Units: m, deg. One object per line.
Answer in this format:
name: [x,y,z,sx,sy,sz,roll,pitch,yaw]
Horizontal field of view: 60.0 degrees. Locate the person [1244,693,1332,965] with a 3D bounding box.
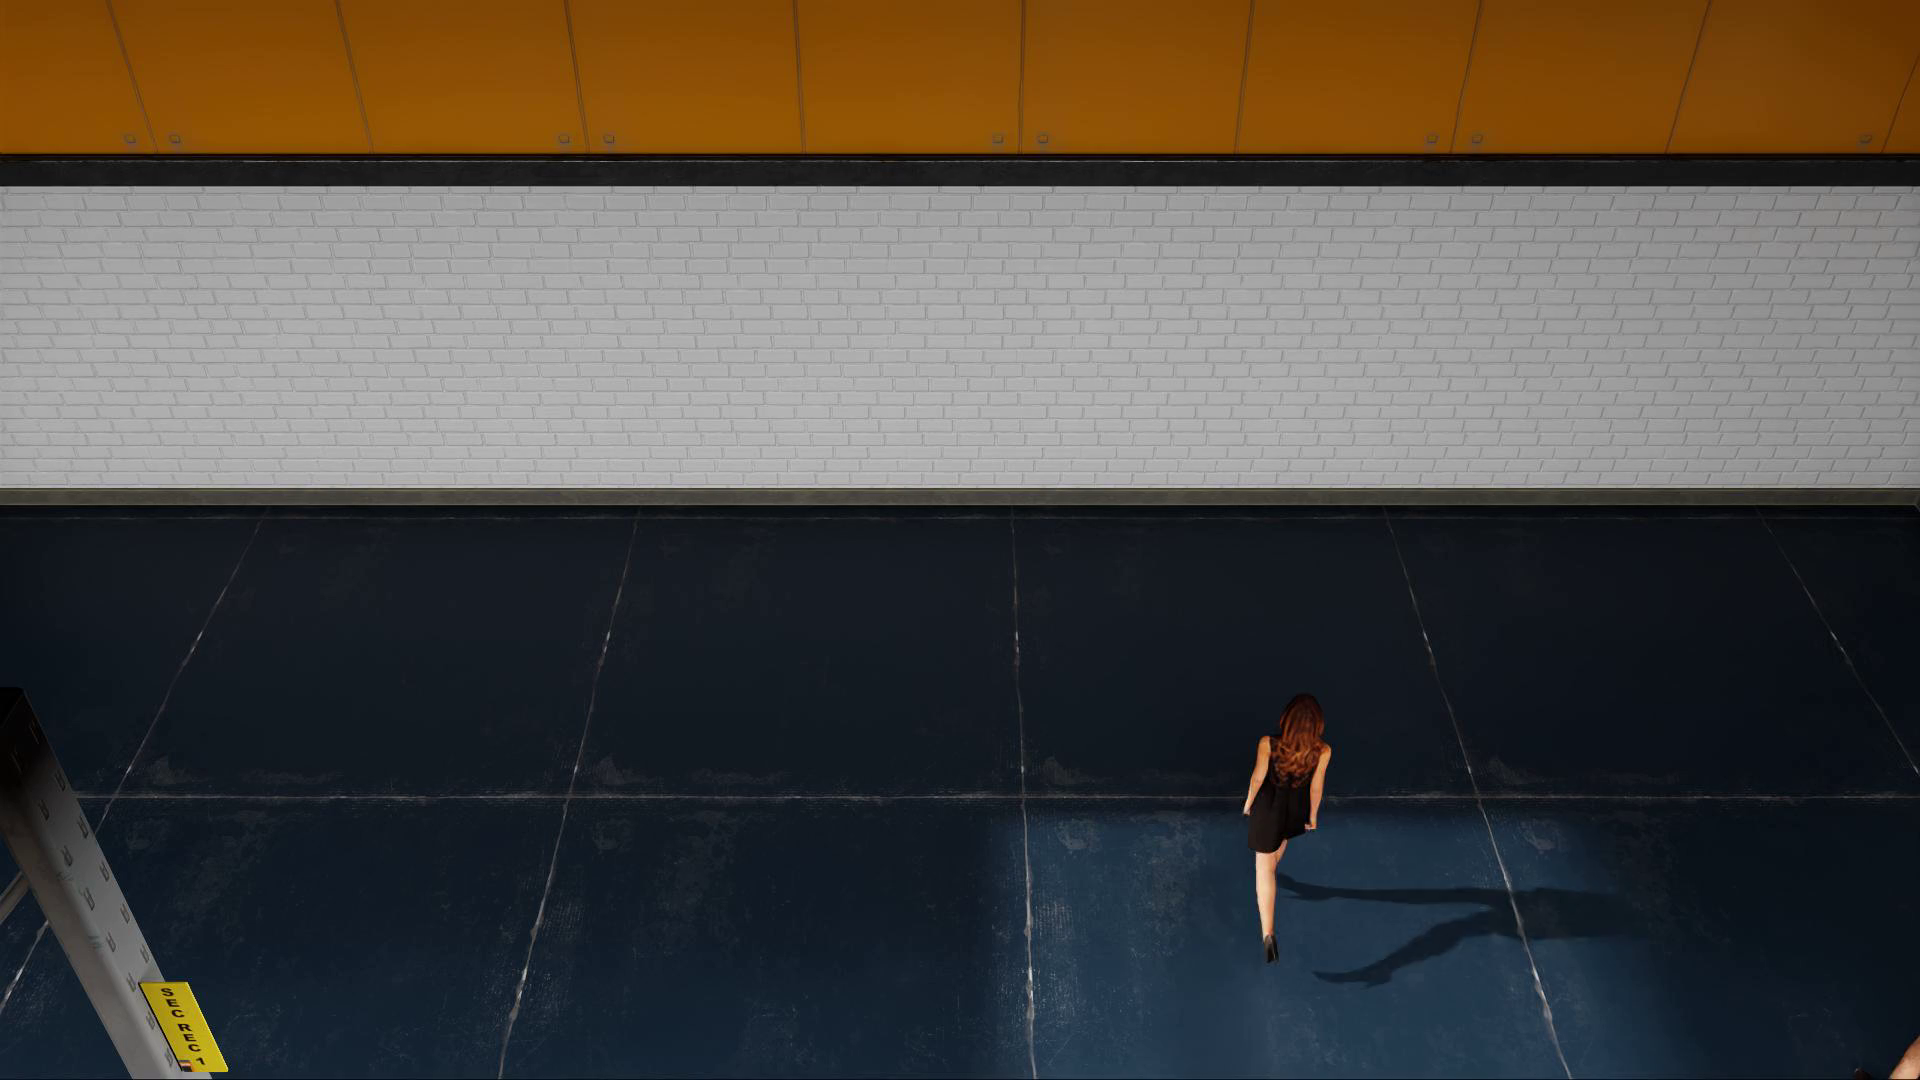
person: [1.842,1.654,9.571,0.646,1.800,1.128,3,39,4]
